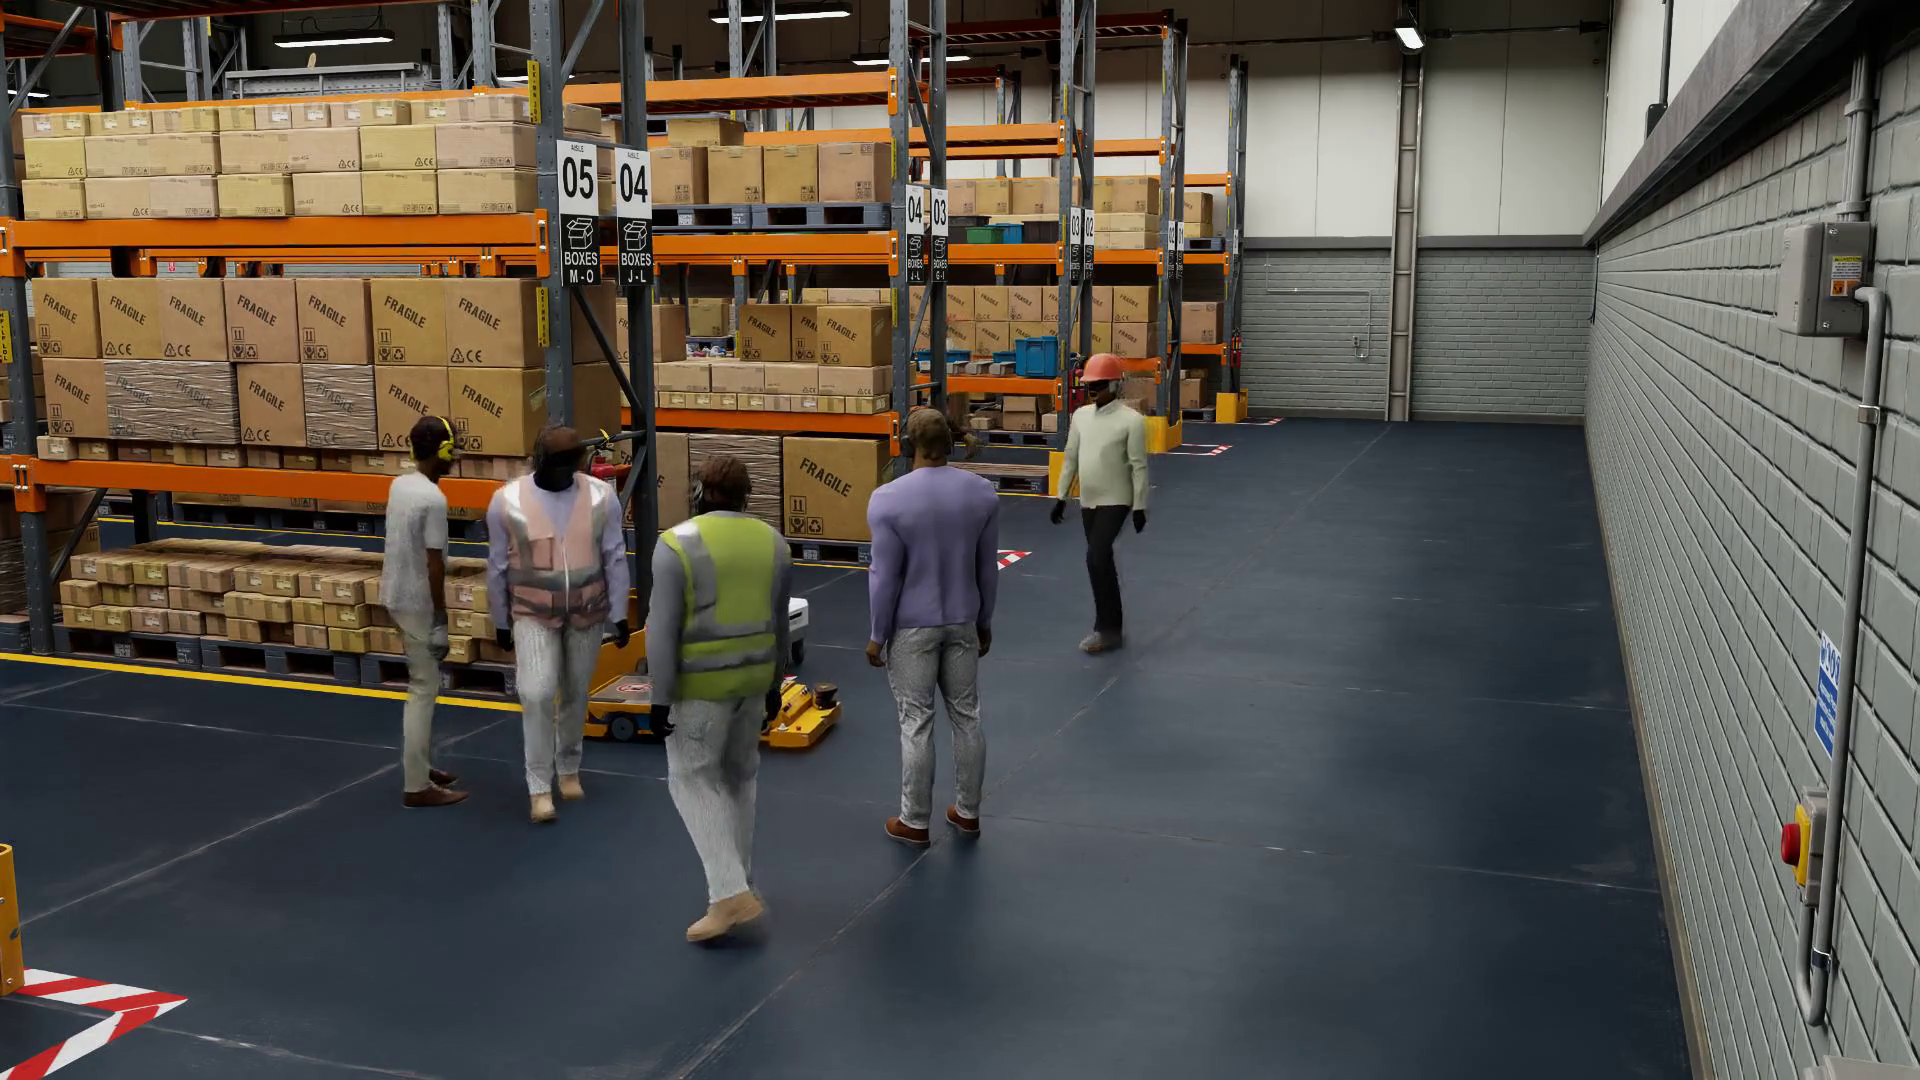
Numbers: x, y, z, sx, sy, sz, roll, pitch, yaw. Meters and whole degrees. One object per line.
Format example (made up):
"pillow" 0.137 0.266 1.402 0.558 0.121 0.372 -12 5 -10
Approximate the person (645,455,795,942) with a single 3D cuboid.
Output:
"person" -0.873 0.591 6.407 0.685 1.802 0.633 -9 13 -44

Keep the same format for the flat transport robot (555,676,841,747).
"flat transport robot" -1.427 0.918 9.099 1.431 0.197 0.652 2 9 11

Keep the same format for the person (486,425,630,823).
"person" -1.833 0.377 7.702 0.623 1.810 0.755 -4 10 -24

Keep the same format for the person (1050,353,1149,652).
"person" 0.886 -0.249 11.087 0.686 1.971 0.623 -7 11 -36

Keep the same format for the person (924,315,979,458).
"person" -0.192 -2.033 22.088 0.800 2.022 0.611 -2 9 -9

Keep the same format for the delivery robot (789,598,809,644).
"delivery robot" -1.238 0.517 10.427 0.477 0.478 0.707 4 10 22

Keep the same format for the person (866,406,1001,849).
"person" -0.123 0.382 7.272 0.627 1.934 0.370 -5 10 -27

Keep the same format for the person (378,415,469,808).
"person" -2.520 0.336 7.850 0.401 1.850 0.609 -8 12 -39
